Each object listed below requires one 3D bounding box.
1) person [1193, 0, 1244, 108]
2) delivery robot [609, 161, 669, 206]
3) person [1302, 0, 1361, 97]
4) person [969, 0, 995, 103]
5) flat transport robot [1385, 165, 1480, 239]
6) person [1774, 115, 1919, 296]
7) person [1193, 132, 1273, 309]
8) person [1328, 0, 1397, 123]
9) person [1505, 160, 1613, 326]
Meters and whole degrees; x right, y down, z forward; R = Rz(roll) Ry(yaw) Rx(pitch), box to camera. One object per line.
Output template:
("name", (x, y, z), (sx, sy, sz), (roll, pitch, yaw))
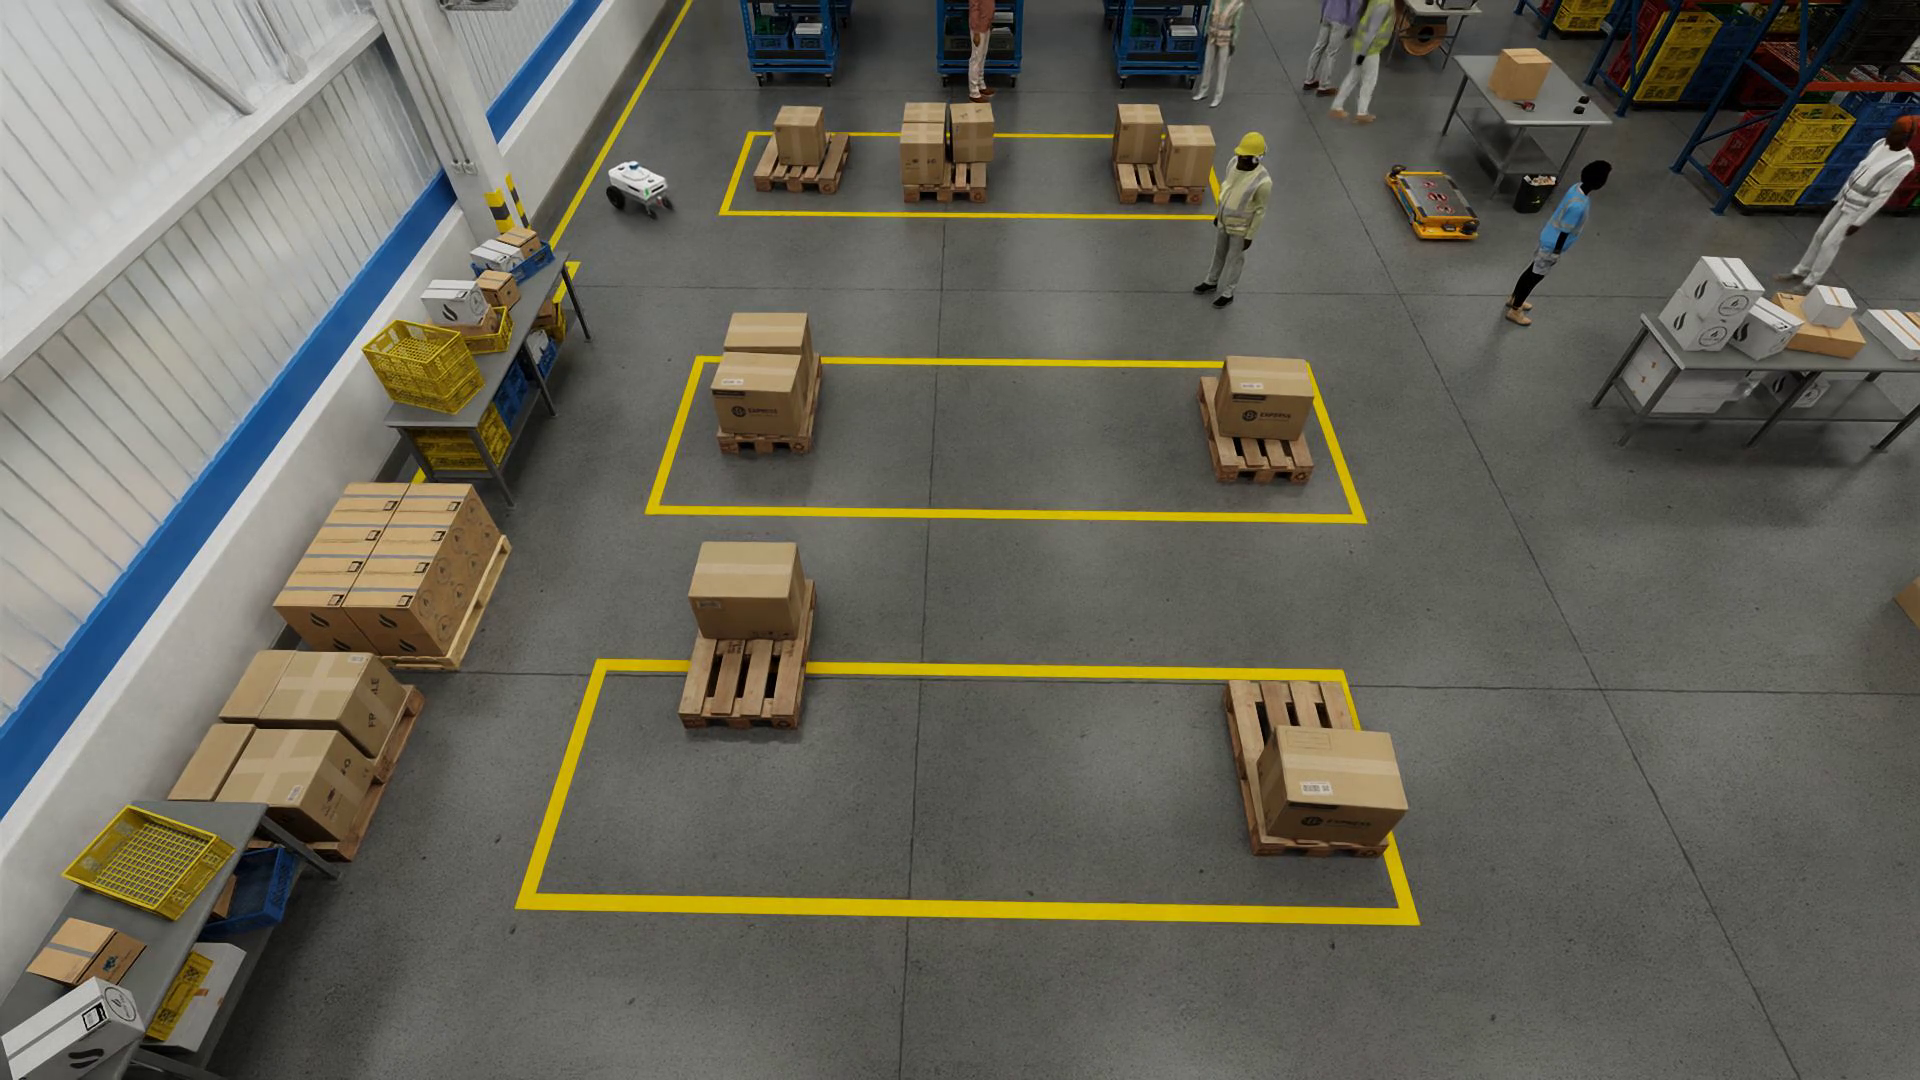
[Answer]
("person", (3.545, -6.809, 12.516), (0.525, 1.630, 0.315), (37, 58, 27))
("delivery robot", (-3.851, -4.282, 10.975), (0.707, 0.478, 0.477), (28, 55, 22))
("person", (5.187, -7.168, 12.625), (0.372, 1.940, 0.632), (-22, 53, -18))
("person", (0.296, -6.983, 12.428), (0.376, 1.995, 0.612), (14, 51, 12))
("flat transport robot", (5.692, -4.094, 11.059), (0.652, 0.197, 1.431), (1, 49, 1))
("person", (9.182, -3.422, 9.433), (0.384, 1.872, 0.592), (8, 50, 7))
("person", (2.778, -3.216, 9.272), (0.404, 1.834, 0.591), (-21, 52, -17))
("person", (5.484, -6.514, 12.155), (0.716, 1.792, 0.698), (8, 50, 7))
("person", (5.948, -2.964, 9.144), (0.317, 1.694, 0.540), (20, 52, 16))
